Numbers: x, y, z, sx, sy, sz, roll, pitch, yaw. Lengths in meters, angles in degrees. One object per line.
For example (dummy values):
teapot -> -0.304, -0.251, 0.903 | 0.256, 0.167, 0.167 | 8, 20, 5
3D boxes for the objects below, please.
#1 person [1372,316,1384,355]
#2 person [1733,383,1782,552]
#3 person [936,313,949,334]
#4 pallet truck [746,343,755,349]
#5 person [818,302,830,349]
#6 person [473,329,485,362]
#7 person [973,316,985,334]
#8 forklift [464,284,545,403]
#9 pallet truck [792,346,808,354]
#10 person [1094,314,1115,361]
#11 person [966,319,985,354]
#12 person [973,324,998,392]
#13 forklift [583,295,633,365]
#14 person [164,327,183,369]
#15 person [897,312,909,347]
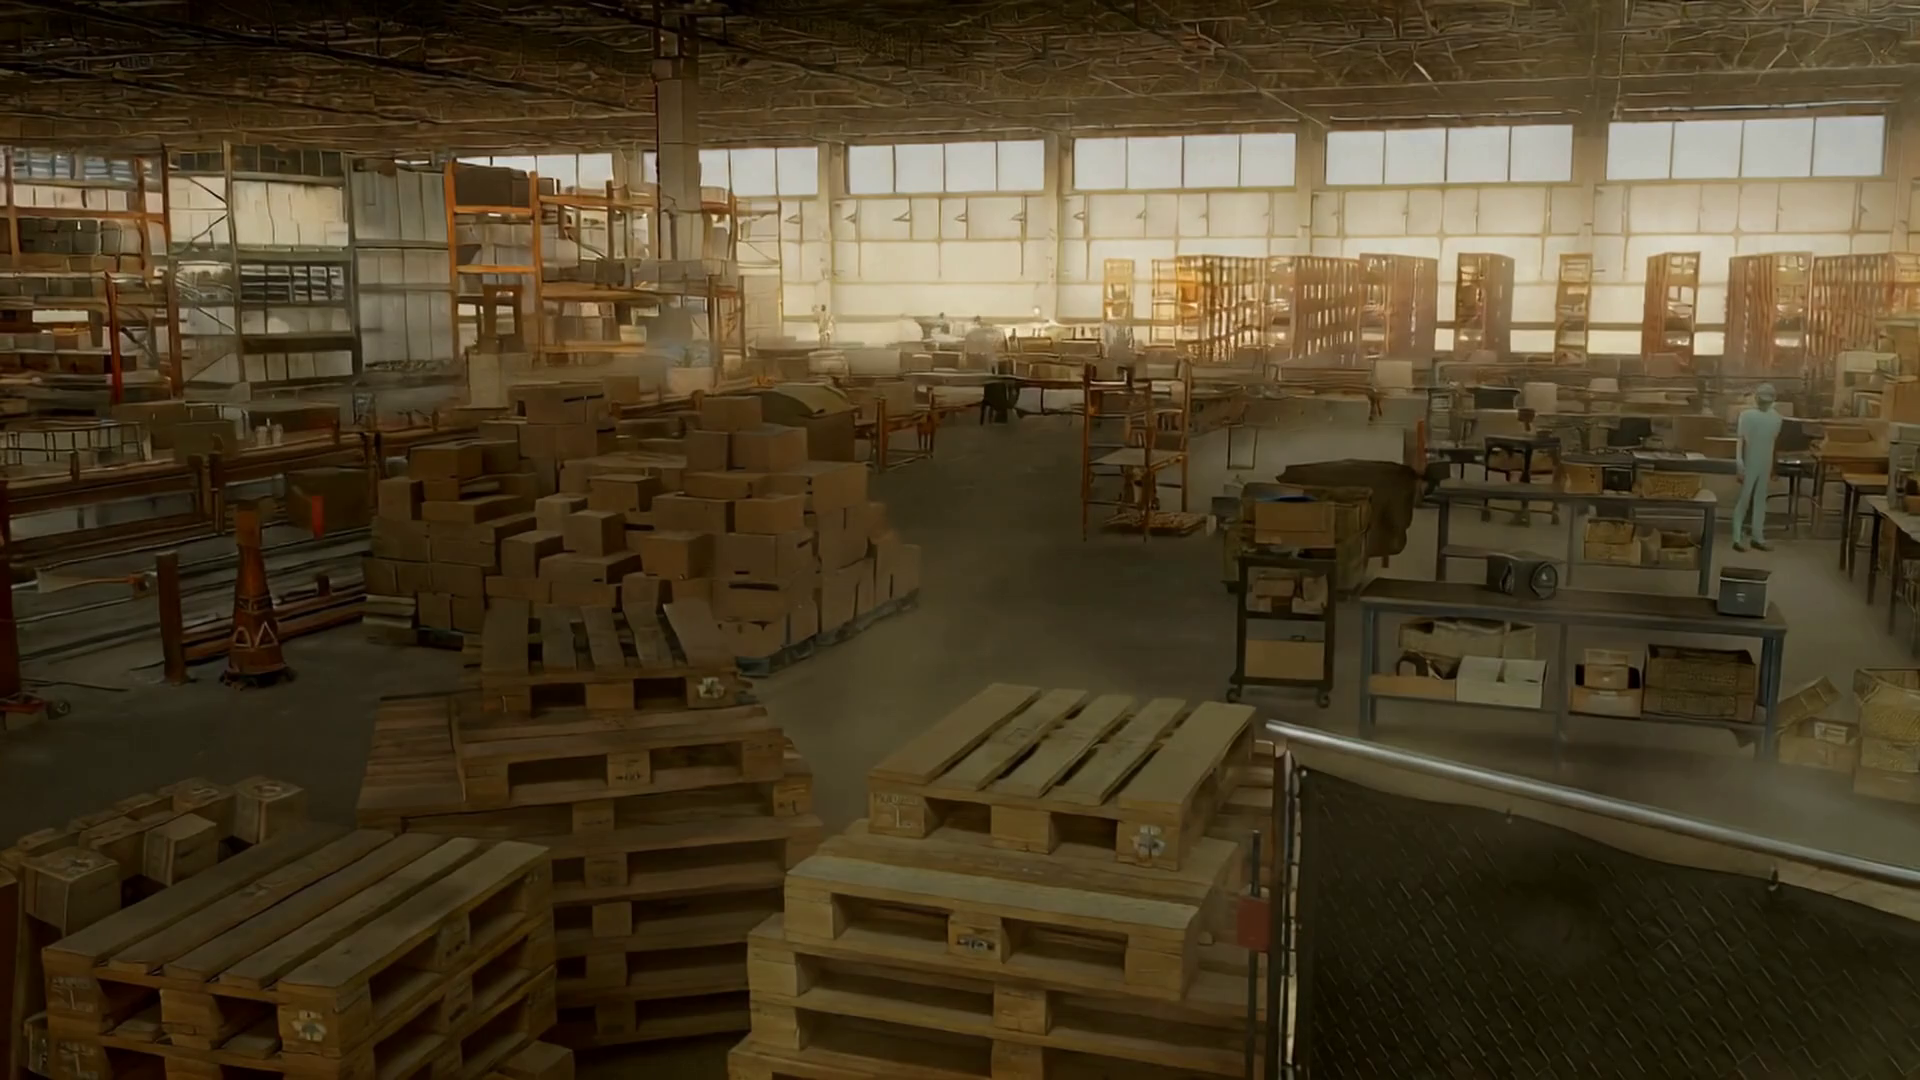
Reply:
person -> 13.938, -6.707, 55.590 | 0.506, 1.798, 0.626 | -5, 10, -28
person -> 8.770, -0.796, 18.269 | 0.514, 1.866, 0.329 | -1, 9, -7
person -> -0.545, -6.302, 52.894 | 0.374, 1.843, 0.568 | 6, 11, 33
pallet truck -> -6.183, -4.618, 44.264 | 1.601, 1.201, 0.680 | -9, 12, -43
person -> -5.570, -8.738, 67.888 | 0.340, 1.941, 0.551 | -8, 12, -41
person -> -12.033, -4.482, 41.962 | 0.320, 1.692, 0.536 | 7, 11, 37
person -> 0.632, -6.554, 54.994 | 0.866, 1.680, 0.587 | 8, 12, 41
forklift -> -10.832, -4.702, 39.610 | 1.129, 2.768, 1.873 | 3, 10, 20
pallet truck -> -3.705, -4.298, 42.022 | 0.653, 1.274, 1.630 | 3, 10, 20
person -> 4.303, -5.797, 49.601 | 0.655, 1.883, 0.537 | -3, 10, -20
person -> 0.453, -5.194, 45.980 | 0.592, 1.833, 0.404 | 5, 11, 30
person -> 0.595, -3.989, 38.142 | 0.856, 1.922, 0.601 | 2, 9, 14
forklift -> -10.230, -5.921, 47.264 | 1.129, 2.768, 1.873 | 3, 10, 20
person -> -20.354, -4.671, 42.968 | 0.548, 1.742, 0.654 | 5, 11, 31
person -> -2.109, -7.407, 60.264 | 0.592, 1.704, 0.504 | 7, 11, 37
